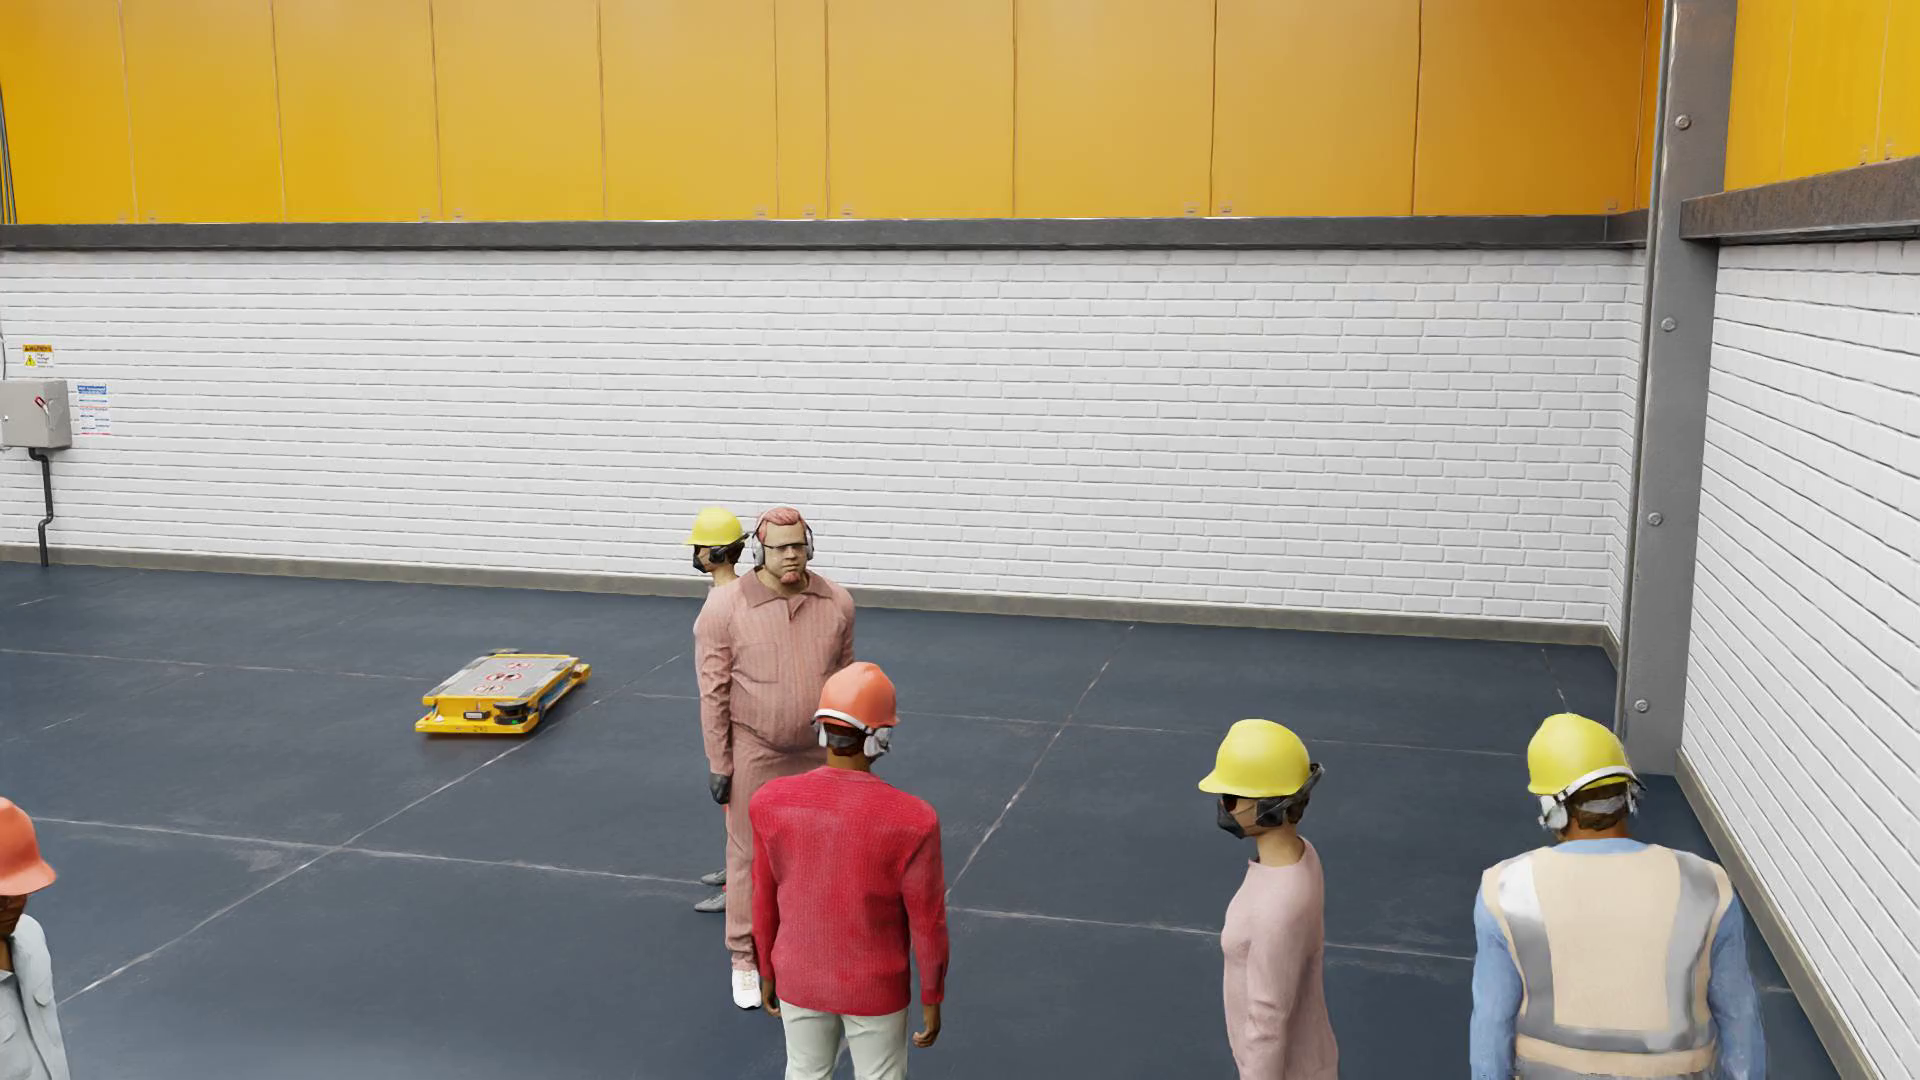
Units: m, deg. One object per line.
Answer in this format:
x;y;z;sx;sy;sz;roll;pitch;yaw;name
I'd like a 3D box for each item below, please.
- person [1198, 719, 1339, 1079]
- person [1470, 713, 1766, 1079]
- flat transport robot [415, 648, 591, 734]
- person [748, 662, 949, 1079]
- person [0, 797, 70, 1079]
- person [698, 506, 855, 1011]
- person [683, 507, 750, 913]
0.733;1.290;4.018;0.350;1.760;0.524;2;10;13;person
1.505;1.312;3.827;0.661;1.778;0.856;3;10;19;person
-2.846;0.935;10.472;0.652;0.197;1.431;1;10;3;flat transport robot
-0.299;1.195;4.619;0.575;1.740;0.348;3;10;16;person
-2.018;1.378;3.507;0.342;1.747;0.571;-1;10;-3;person
-0.665;0.816;6.359;0.638;1.910;0.407;-5;11;-27;person
-1.034;0.734;7.260;0.313;1.768;0.528;0;10;-2;person
